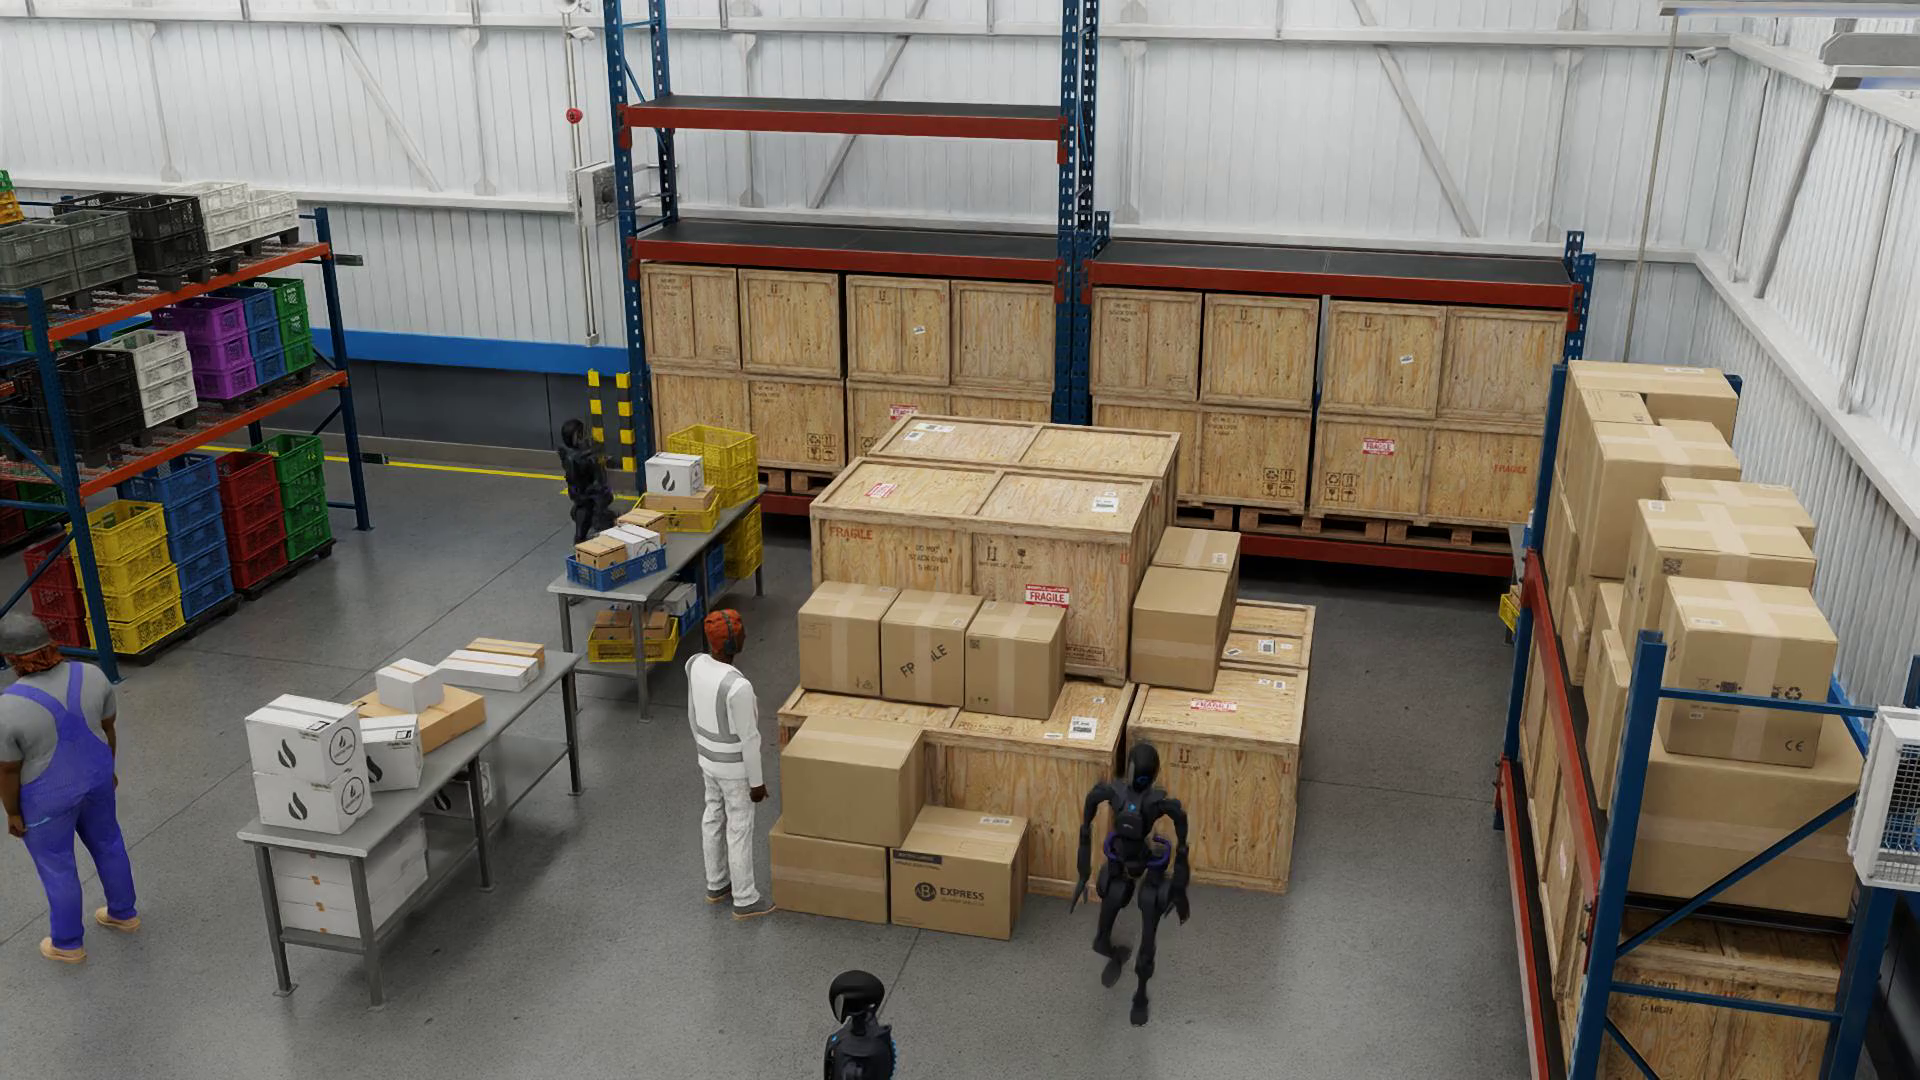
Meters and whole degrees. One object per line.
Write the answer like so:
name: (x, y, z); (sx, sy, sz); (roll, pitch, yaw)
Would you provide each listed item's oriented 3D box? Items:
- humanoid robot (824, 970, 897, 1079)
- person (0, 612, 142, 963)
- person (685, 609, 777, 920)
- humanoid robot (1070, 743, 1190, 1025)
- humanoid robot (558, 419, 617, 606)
humanoid robot: (-0.410, 2.437, 6.678); (0.330, 1.657, 0.586); (0, 21, 1)
person: (-4.948, 1.325, 9.099); (0.535, 2.000, 0.678); (11, 24, 27)
person: (-1.304, 1.271, 9.461); (0.352, 1.882, 0.579); (-18, 28, -39)
humanoid robot: (0.900, 1.740, 8.530); (0.590, 1.637, 0.498); (7, 22, 19)
humanoid robot: (-3.008, -0.289, 13.934); (0.587, 1.614, 0.782); (12, 24, 28)
